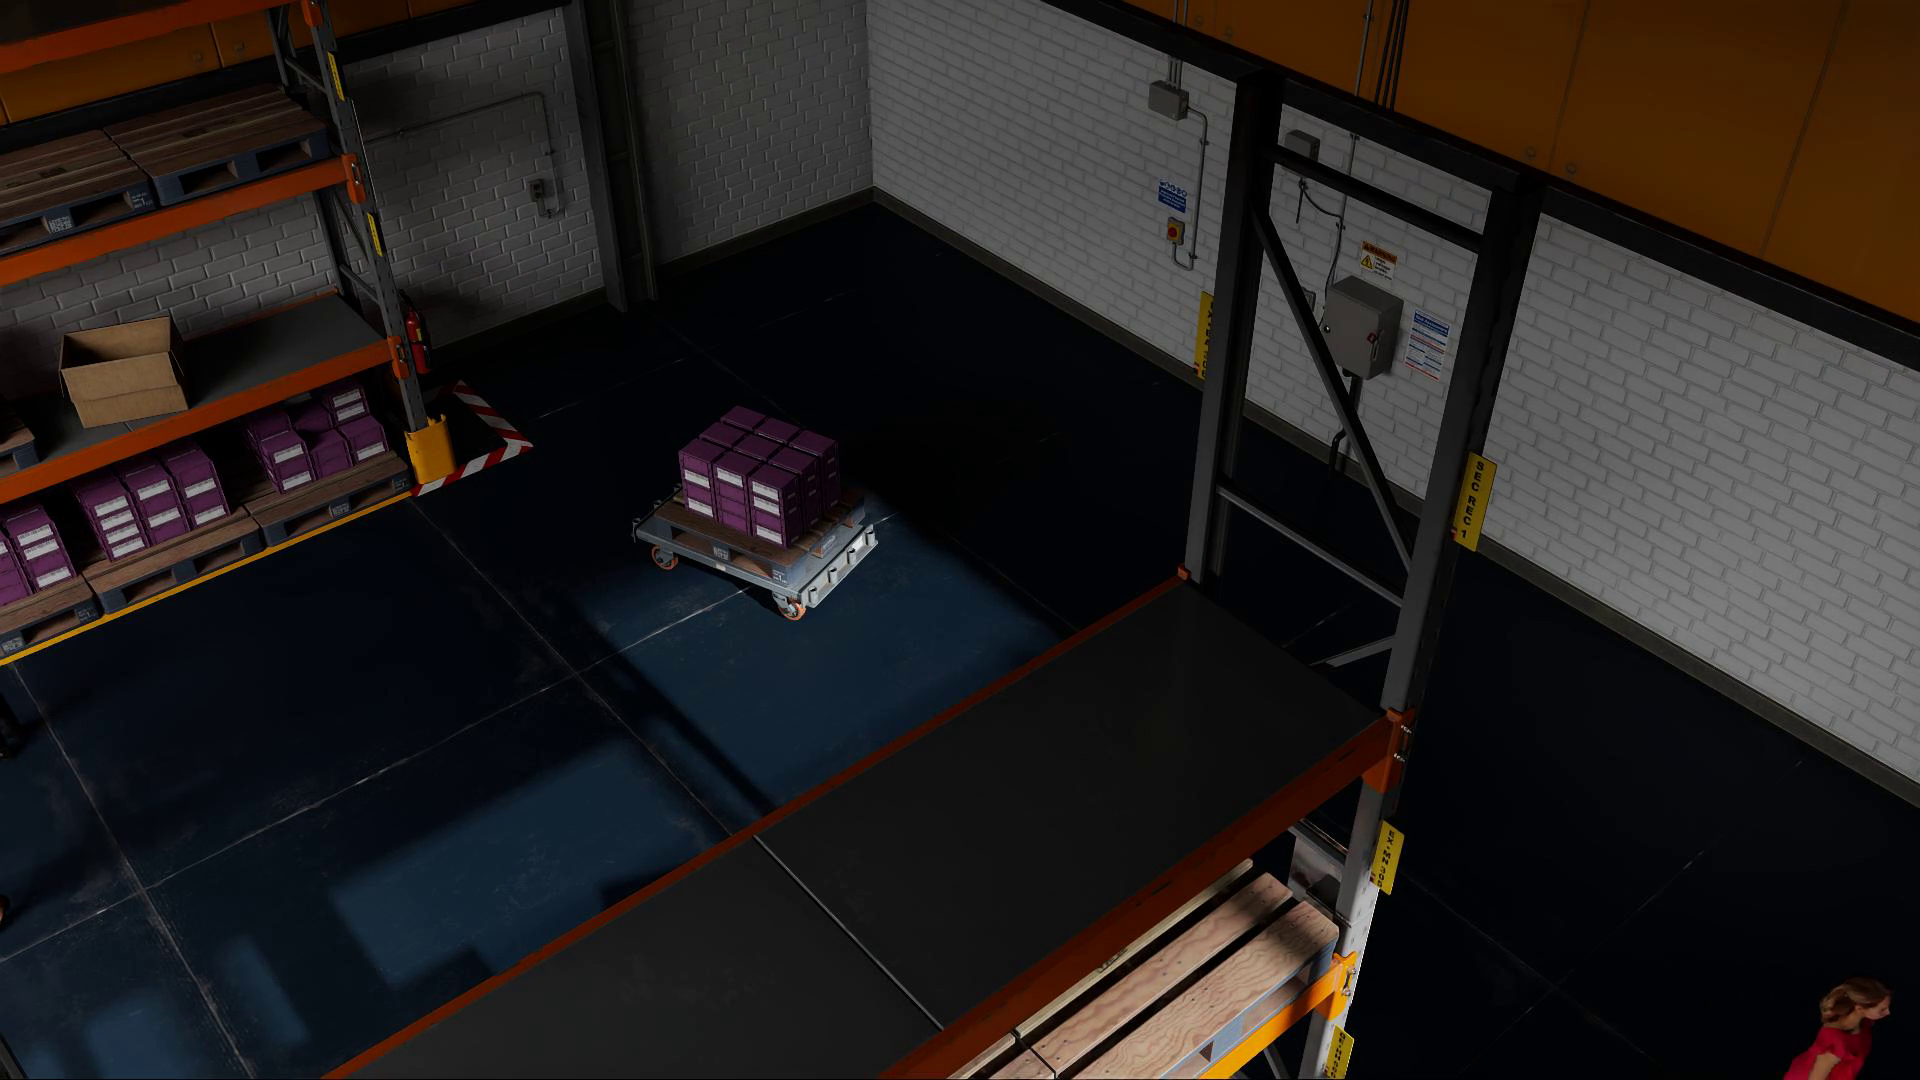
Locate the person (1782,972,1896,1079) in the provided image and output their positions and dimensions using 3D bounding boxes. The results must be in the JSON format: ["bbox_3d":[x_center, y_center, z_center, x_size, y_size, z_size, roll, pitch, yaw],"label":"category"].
[{"bbox_3d":[4.078,2.650,8.137,0.701,1.711,0.792,29,47,32],"label":"person"}]
